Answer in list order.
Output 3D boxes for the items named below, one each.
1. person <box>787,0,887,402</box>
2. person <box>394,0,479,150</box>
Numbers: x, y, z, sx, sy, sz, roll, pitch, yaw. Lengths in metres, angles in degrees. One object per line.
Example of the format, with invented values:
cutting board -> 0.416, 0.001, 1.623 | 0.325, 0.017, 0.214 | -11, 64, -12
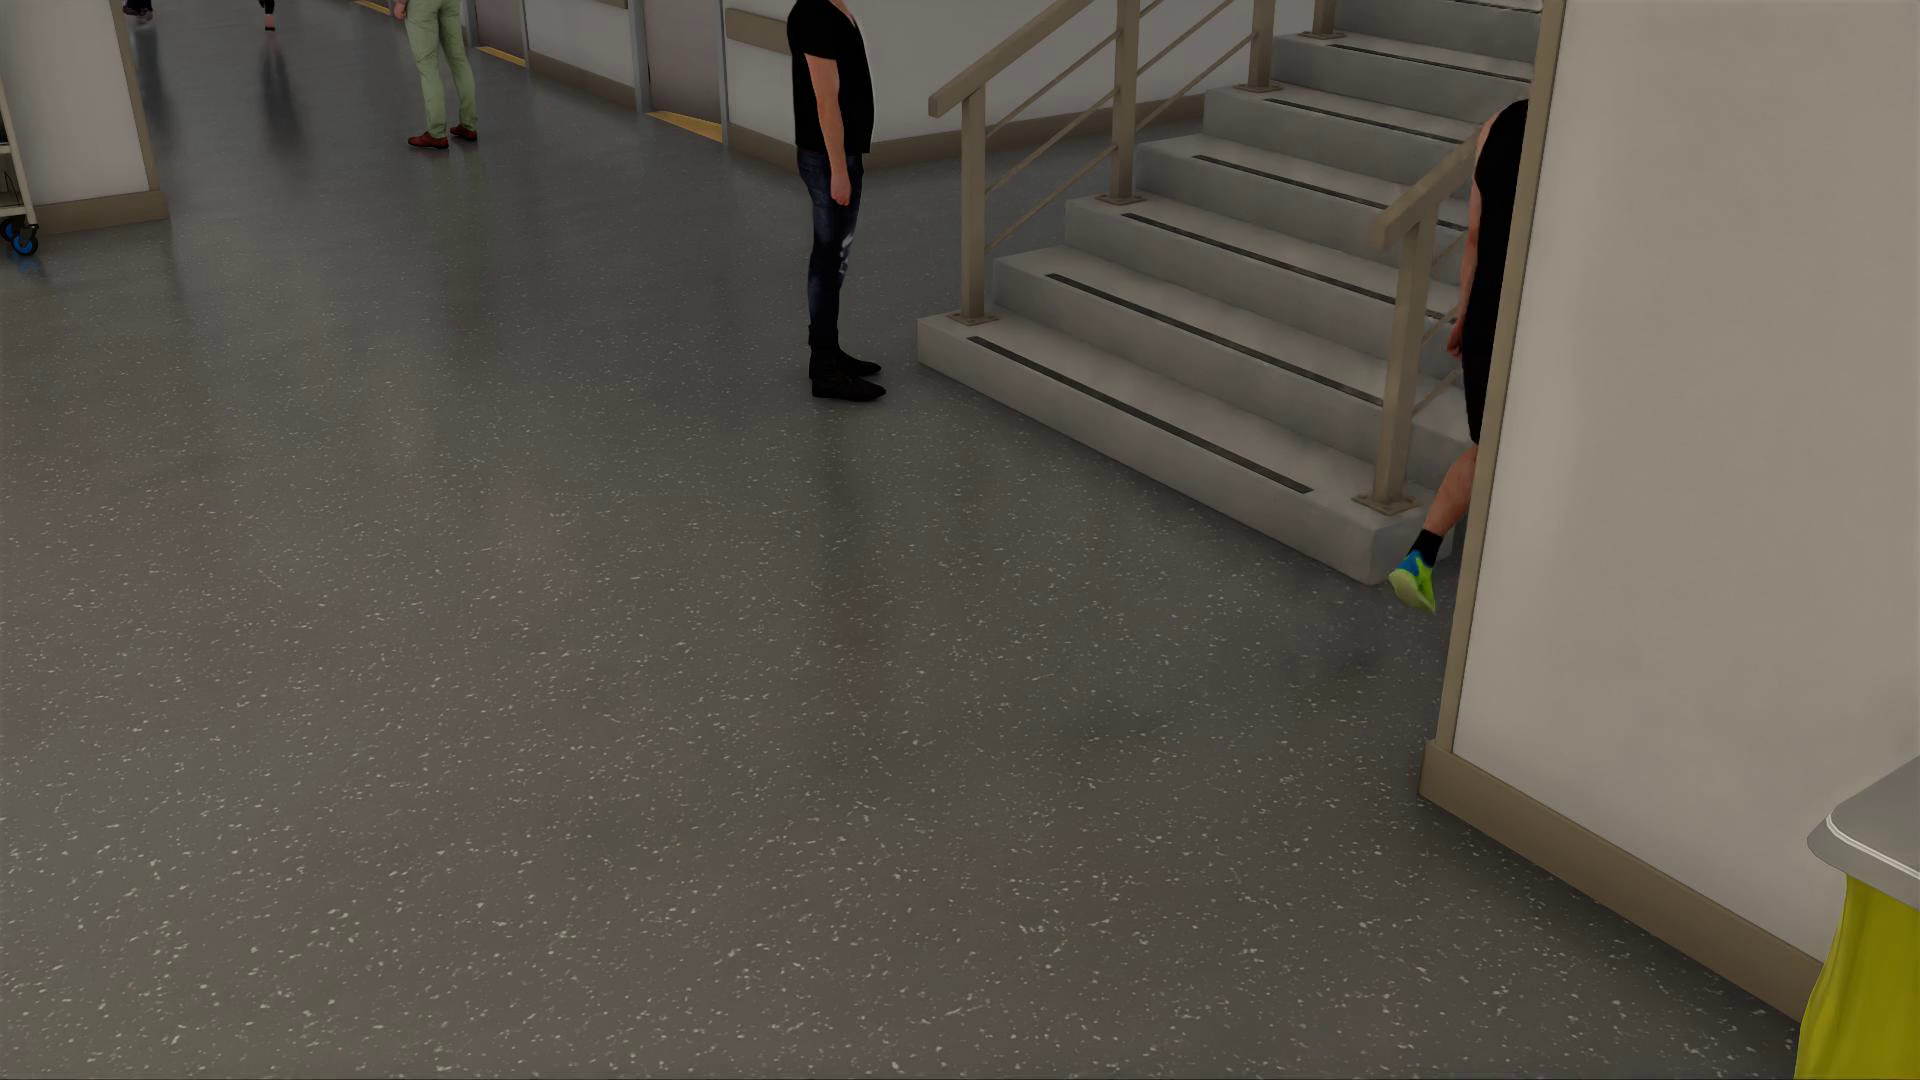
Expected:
person -> -0.515, -1.514, 6.603 | 0.762, 1.894, 0.761 | -2, 26, -3
person -> -3.432, -3.513, 10.772 | 0.827, 1.874, 0.681 | 15, 30, 29
